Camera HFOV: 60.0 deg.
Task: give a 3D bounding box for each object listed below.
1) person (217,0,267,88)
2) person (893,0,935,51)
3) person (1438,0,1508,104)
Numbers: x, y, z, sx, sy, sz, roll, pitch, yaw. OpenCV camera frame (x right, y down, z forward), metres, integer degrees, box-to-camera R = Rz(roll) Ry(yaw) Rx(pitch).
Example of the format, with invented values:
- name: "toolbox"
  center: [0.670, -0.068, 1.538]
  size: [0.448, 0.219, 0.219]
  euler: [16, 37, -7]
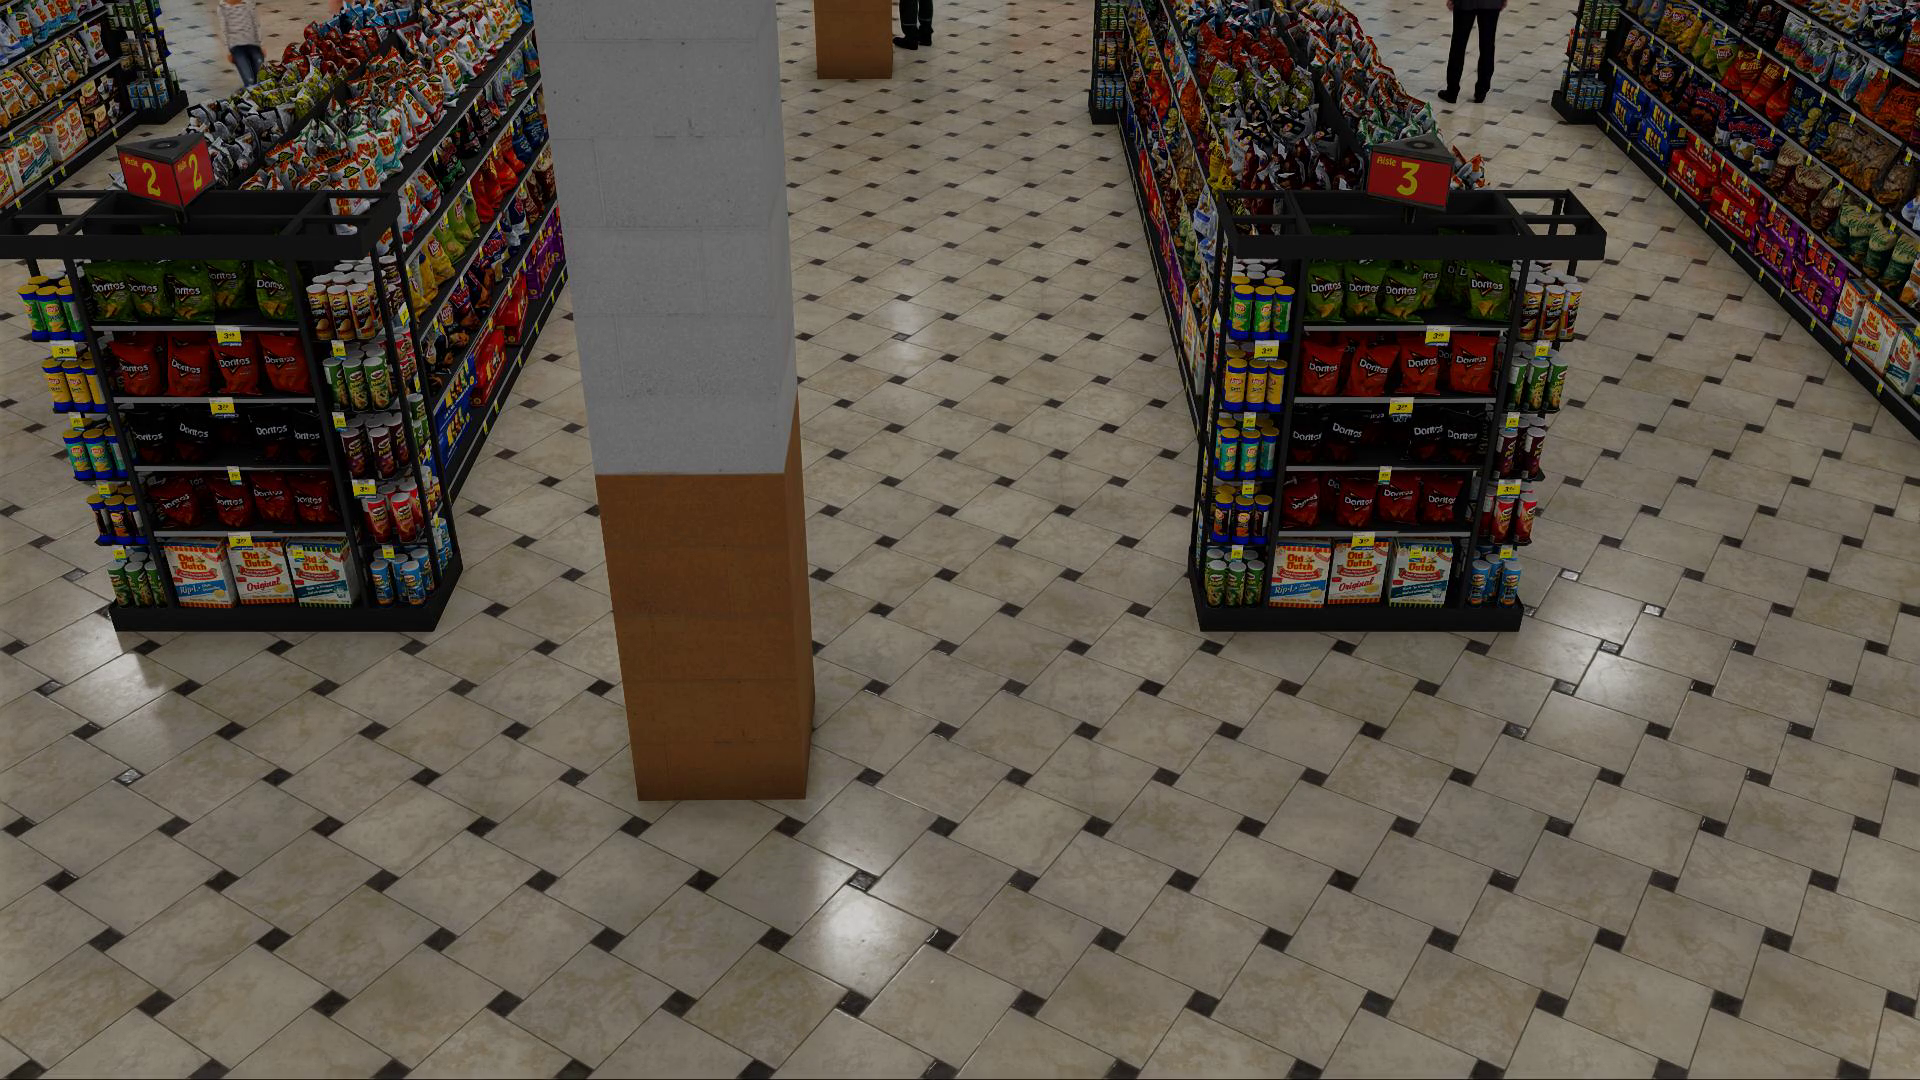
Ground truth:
- name: "person"
  center: [-6.059, -4.156, 14.068]
  size: [0.696, 1.305, 0.812]
  euler: [-19, 37, -27]
- name: "person"
  center: [-0.443, -5.685, 16.018]
  size: [0.779, 1.840, 0.836]
  euler: [-27, 41, -36]
- name: "person"
  center: [4.534, -4.758, 14.526]
  size: [0.709, 1.842, 0.577]
  euler: [0, 32, -1]
